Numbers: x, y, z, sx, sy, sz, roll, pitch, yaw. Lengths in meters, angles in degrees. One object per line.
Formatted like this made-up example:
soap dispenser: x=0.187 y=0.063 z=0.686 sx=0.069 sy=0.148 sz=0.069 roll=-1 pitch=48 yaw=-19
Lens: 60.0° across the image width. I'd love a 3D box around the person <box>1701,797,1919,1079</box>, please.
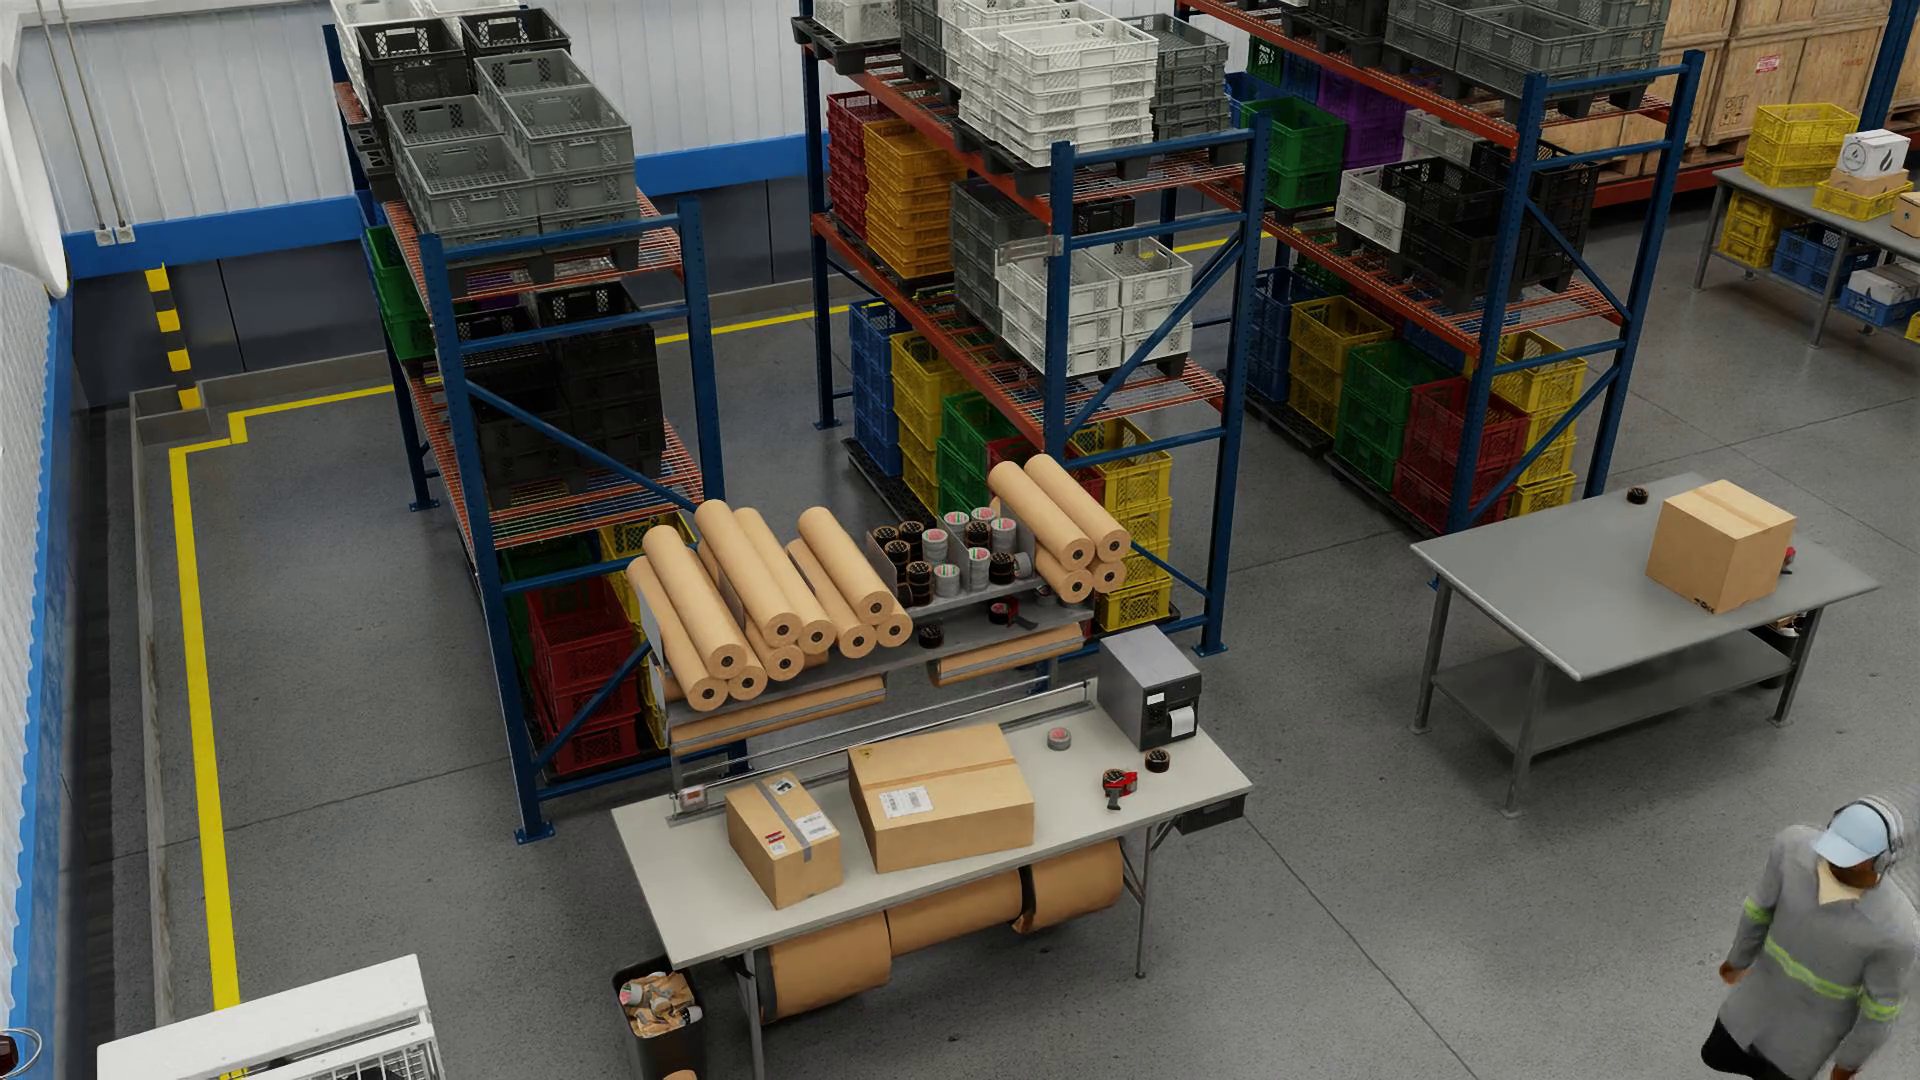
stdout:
person: x=2.974 y=1.610 z=5.856 sx=0.504 sy=1.838 sz=0.607 roll=-13 pitch=34 yaw=-20
